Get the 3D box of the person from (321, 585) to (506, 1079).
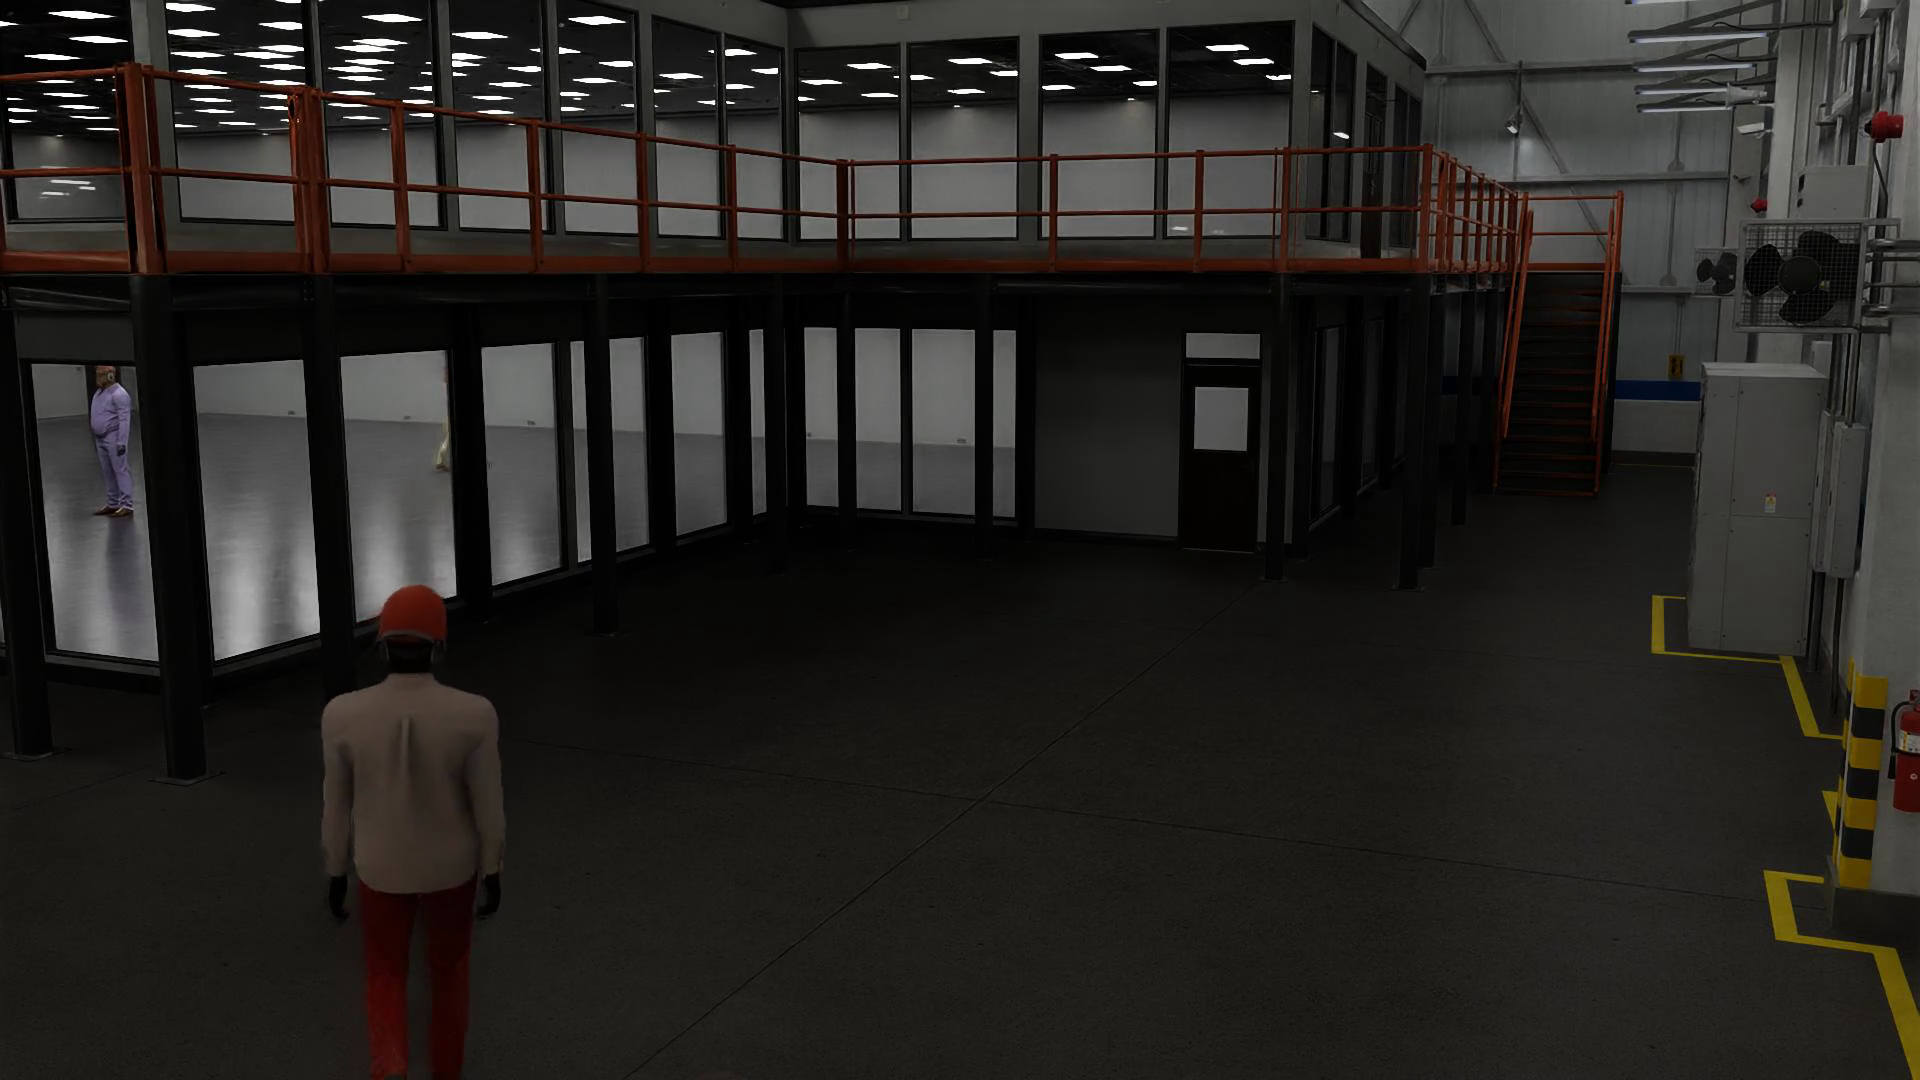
[{"bbox_3d":[-1.899,1.143,5.809,0.624,1.971,0.720,-2,9,-12],"label":"person"}]
